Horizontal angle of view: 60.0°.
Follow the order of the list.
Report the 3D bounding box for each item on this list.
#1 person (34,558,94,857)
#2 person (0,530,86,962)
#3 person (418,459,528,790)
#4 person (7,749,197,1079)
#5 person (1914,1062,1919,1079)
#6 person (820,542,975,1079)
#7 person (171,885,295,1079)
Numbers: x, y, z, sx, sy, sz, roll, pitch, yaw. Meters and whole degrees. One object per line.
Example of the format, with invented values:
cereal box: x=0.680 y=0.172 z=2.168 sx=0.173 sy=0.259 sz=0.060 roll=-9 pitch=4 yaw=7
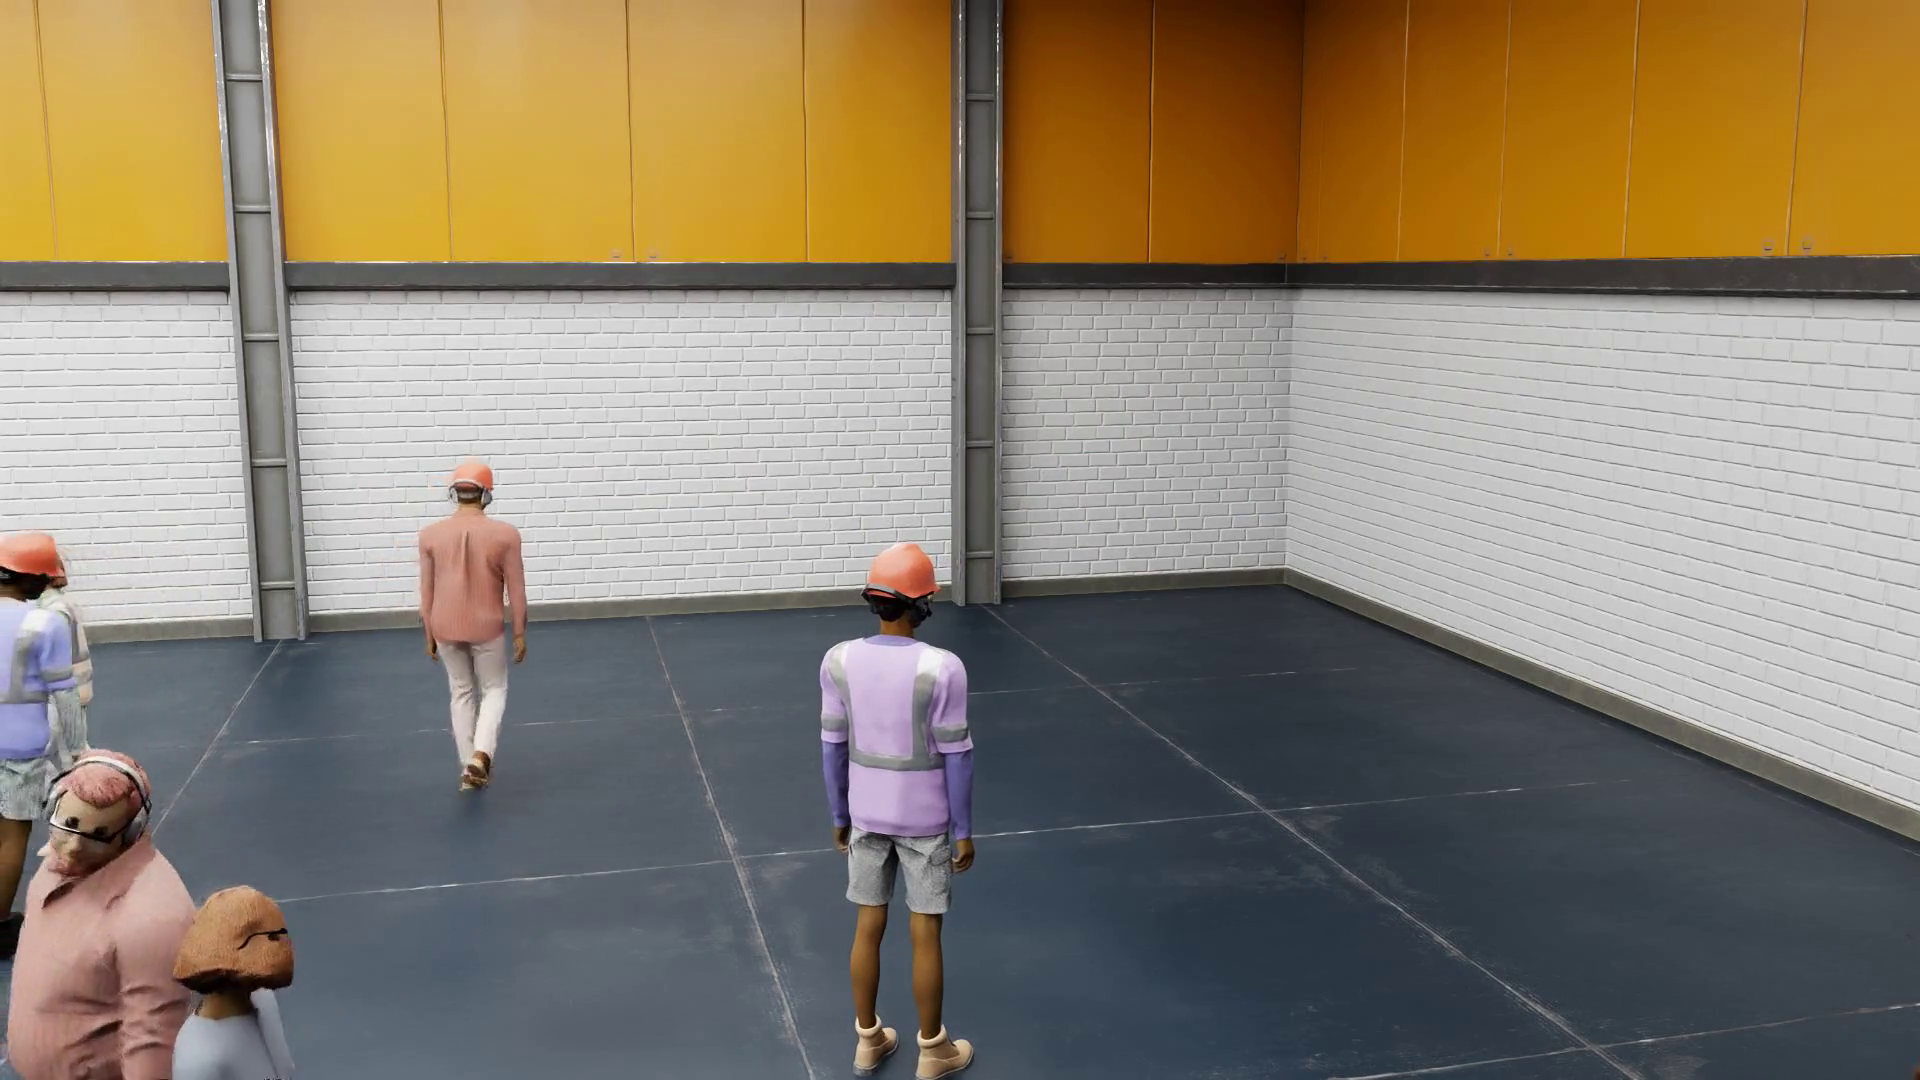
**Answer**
person: x=-4.744 y=0.841 z=8.692 sx=0.477 sy=1.622 sz=0.532 roll=-5 pitch=10 yaw=-28
person: x=-4.231 y=0.909 z=7.422 sx=0.558 sy=1.890 sz=0.600 roll=1 pitch=9 yaw=8
person: x=-2.837 y=0.519 z=9.686 sx=0.625 sy=1.960 sz=0.665 roll=-1 pitch=9 yaw=-4
person: x=-2.186 y=1.432 z=4.251 sx=0.407 sy=1.889 sz=0.699 roll=-8 pitch=12 yaw=-42
person: x=2.819 y=1.440 z=4.374 sx=0.442 sy=1.817 sz=0.611 roll=-1 pitch=9 yaw=-3
person: x=-0.218 y=1.023 z=6.244 sx=0.605 sy=2.045 sz=0.382 roll=4 pitch=10 yaw=24
person: x=-1.558 y=1.608 z=3.929 sx=0.596 sy=1.608 sz=0.523 roll=-1 pitch=9 yaw=-6
